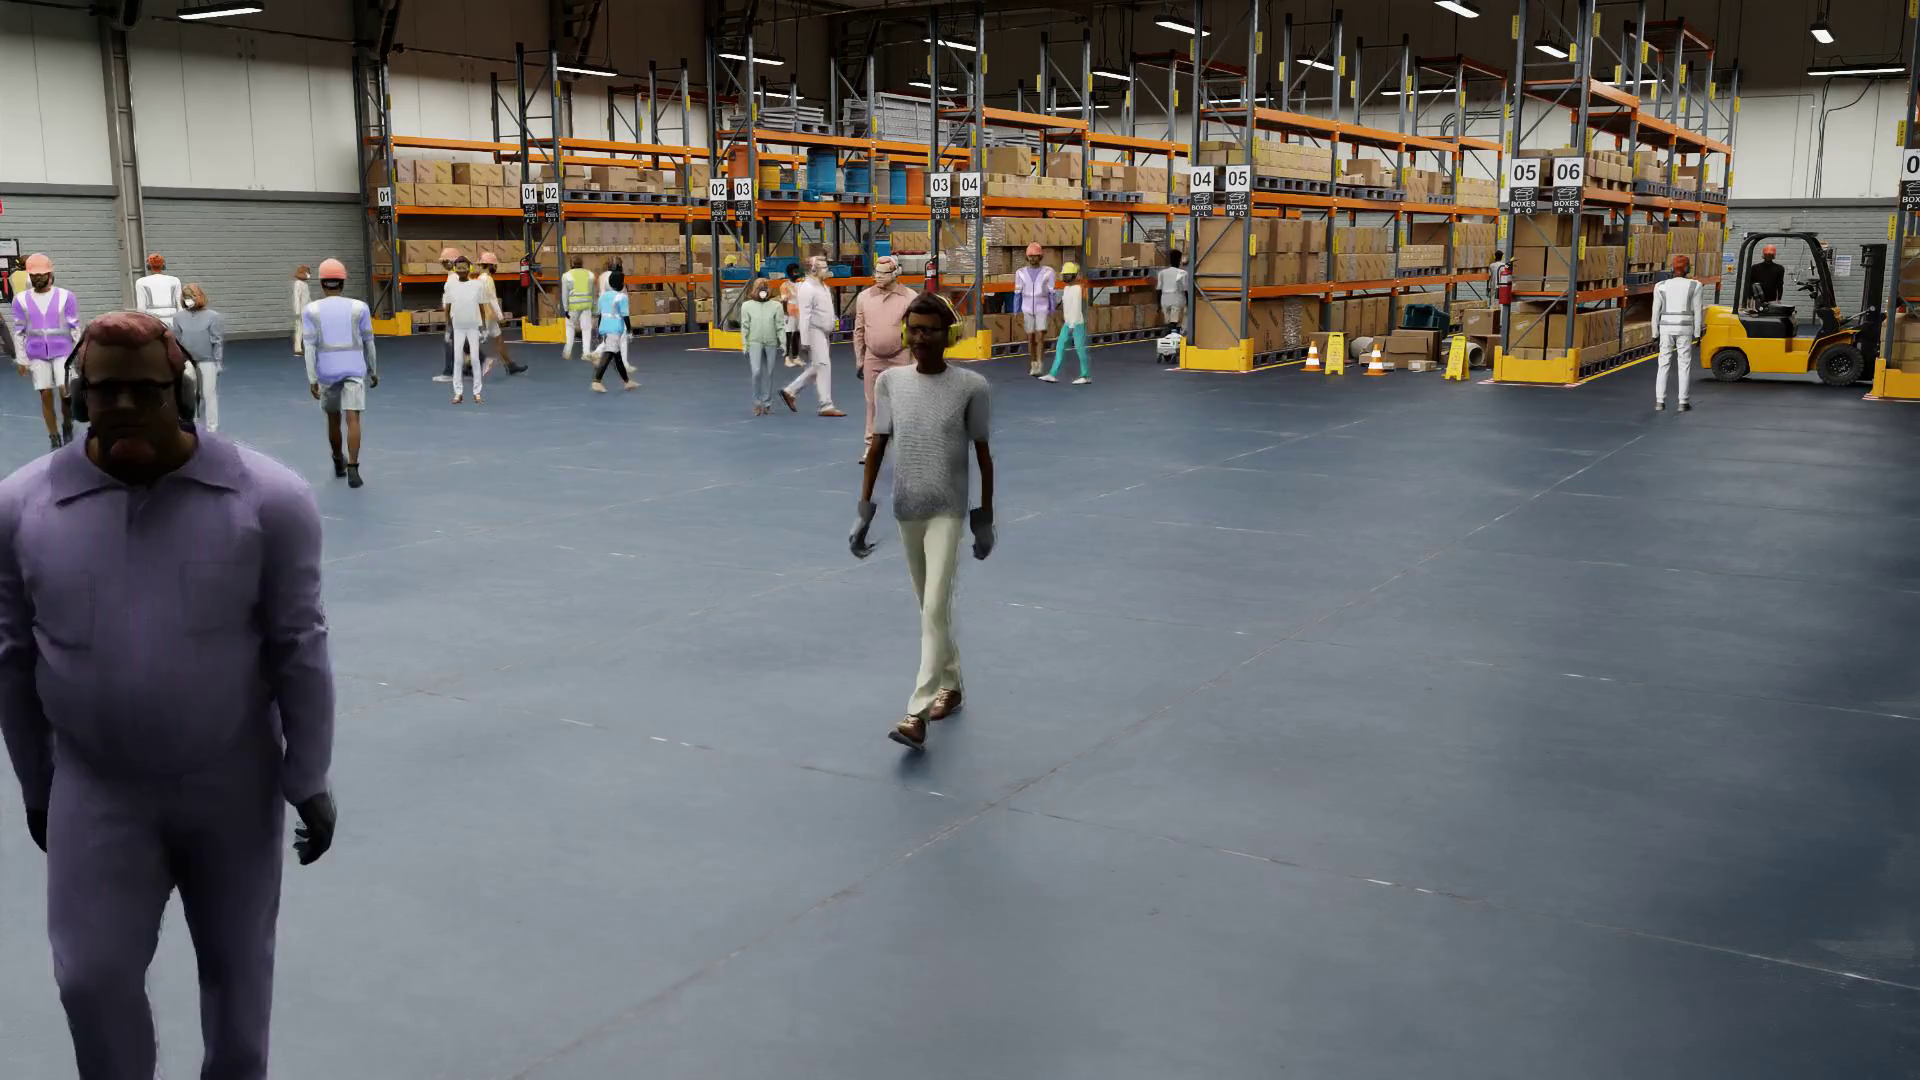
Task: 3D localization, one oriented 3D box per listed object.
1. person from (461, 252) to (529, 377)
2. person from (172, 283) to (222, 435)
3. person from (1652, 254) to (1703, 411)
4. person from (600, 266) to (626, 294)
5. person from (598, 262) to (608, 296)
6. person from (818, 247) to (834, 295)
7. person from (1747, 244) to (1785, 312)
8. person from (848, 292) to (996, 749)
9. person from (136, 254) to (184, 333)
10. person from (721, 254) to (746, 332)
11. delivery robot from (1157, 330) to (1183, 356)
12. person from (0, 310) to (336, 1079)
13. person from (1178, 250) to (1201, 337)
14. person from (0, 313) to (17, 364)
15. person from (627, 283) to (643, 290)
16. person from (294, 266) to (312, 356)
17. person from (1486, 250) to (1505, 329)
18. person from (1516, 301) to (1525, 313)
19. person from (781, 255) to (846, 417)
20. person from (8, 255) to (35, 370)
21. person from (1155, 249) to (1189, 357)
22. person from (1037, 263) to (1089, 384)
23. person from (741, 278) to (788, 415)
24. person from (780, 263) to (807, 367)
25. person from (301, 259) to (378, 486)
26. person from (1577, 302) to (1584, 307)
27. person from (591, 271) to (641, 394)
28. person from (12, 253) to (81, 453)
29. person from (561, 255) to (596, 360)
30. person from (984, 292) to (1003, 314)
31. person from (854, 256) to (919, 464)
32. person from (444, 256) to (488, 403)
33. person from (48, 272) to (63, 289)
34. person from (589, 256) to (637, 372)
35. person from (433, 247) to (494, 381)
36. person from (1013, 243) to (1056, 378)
[{"bbox_3d":[-7.177,-3.429,25.362,1.043,1.884,0.549,-4,11,-23],"label":"person"},{"bbox_3d":[-7.734,-1.786,16.886,0.501,1.619,0.425,-1,10,-4],"label":"person"},{"bbox_3d":[8.673,-2.501,20.129,0.573,1.887,0.356,6,12,31],"label":"person"},{"bbox_3d":[-6.673,-4.506,32.059,0.523,1.636,0.311,1,10,5],"label":"person"},{"bbox_3d":[-7.228,-4.899,34.254,0.512,1.640,0.312,7,12,36],"label":"person"},{"bbox_3d":[-3.319,-6.035,39.836,0.650,1.914,0.676,9,14,42],"label":"person"},{"bbox_3d":[15.141,-4.549,31.291,0.611,1.997,0.375,4,11,20],"label":"person"},{"bbox_3d":[-0.168,-0.083,6.775,0.519,1.823,0.968,4,11,24],"label":"person"},{"bbox_3d":[-10.647,-2.866,22.185,0.572,1.883,0.354,-8,13,-37],"label":"person"},{"bbox_3d":[-4.557,-4.862,33.597,0.599,1.806,0.842,5,11,27],"label":"person"},{"bbox_3d":[3.629,-3.325,28.214,0.477,0.478,0.707,6,12,31],"label":"delivery robot"},{"bbox_3d":[-1.600,0.488,3.377,0.644,1.890,0.511,-4,11,-19],"label":"person"},{"bbox_3d":[4.693,-5.075,34.573,0.649,1.887,1.032,6,12,32],"label":"person"},{"bbox_3d":[-16.200,-3.817,27.780,0.985,1.801,0.508,-3,10,-15],"label":"person"},{"bbox_3d":[-7.554,-5.763,38.730,0.525,1.772,0.305,8,13,39],"label":"person"},{"bbox_3d":[-11.669,-4.102,29.844,0.693,1.604,0.530,-1,10,-8],"label":"person"},{"bbox_3d":[12.745,-5.933,39.445,0.514,1.857,0.325,3,11,15],"label":"person"},{"bbox_3d":[14.483,-6.554,42.686,0.372,1.940,0.631,5,11,24],"label":"person"},{"bbox_3d":[-1.732,-2.385,19.487,0.757,1.883,0.652,2,10,12],"label":"person"},{"bbox_3d":[-14.819,-3.626,26.564,0.636,1.840,0.429,3,11,16],"label":"person"},{"bbox_3d":[3.778,-4.196,29.552,0.624,1.920,1.008,7,12,35],"label":"person"},{"bbox_3d":[1.498,-3.086,23.808,0.826,1.729,0.552,-4,11,-20],"label":"person"},{"bbox_3d":[-2.285,-2.264,19.537,0.515,1.617,0.531,-3,11,-16],"label":"person"},{"bbox_3d":[-2.730,-3.681,27.272,0.318,1.697,0.535,6,12,31],"label":"person"},{"bbox_3d":[-5.247,-1.423,14.102,0.565,1.883,1.016,-3,11,-18],"label":"person"},{"bbox_3d":[13.522,-5.382,36.470,0.599,1.821,0.400,6,12,32],"label":"person"},{"bbox_3d":[-4.704,-2.813,22.551,0.539,1.641,0.889,9,14,41],"label":"person"},{"bbox_3d":[-8.684,-1.757,15.855,0.579,1.923,0.404,-4,11,-20],"label":"person"},{"bbox_3d":[-6.671,-4.037,28.966,0.633,1.811,0.809,-6,12,-29],"label":"person"},{"bbox_3d":[0.700,-4.868,33.295,0.380,1.918,0.596,-4,11,-22],"label":"person"},{"bbox_3d":[-0.662,-1.633,15.224,0.643,1.905,0.399,2,10,12],"label":"person"},{"bbox_3d":[-6.268,-2.662,21.096,0.533,1.864,0.310,-3,10,-15],"label":"person"},{"bbox_3d":[-13.382,-3.154,24.481,0.523,1.639,0.309,-9,13,-40],"label":"person"},{"bbox_3d":[-5.459,-3.546,26.144,0.630,1.829,0.641,-5,11,-26],"label":"person"},{"bbox_3d":[-7.352,-3.315,24.480,0.811,1.968,0.623,-3,11,-18],"label":"person"},{"bbox_3d":[1.109,-3.458,25.136,0.632,2.005,0.976,2,10,13],"label":"person"}]
